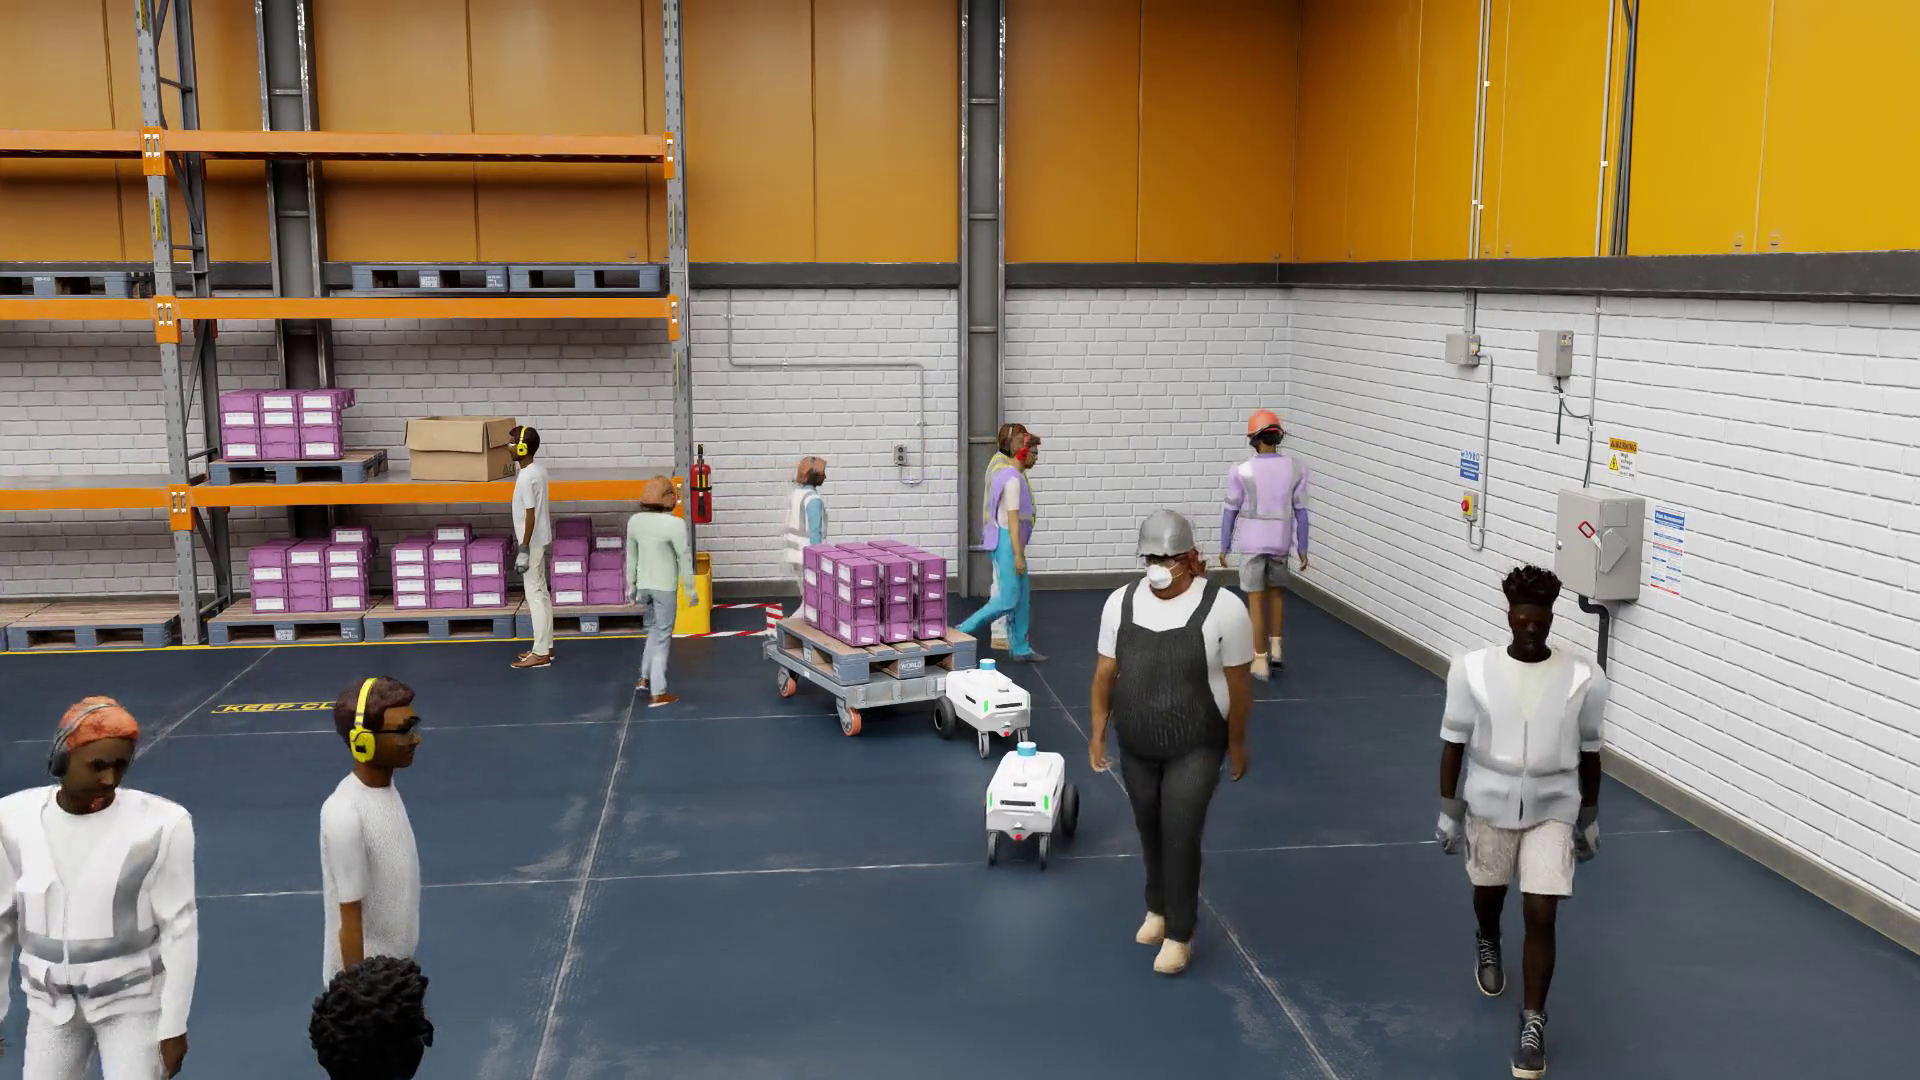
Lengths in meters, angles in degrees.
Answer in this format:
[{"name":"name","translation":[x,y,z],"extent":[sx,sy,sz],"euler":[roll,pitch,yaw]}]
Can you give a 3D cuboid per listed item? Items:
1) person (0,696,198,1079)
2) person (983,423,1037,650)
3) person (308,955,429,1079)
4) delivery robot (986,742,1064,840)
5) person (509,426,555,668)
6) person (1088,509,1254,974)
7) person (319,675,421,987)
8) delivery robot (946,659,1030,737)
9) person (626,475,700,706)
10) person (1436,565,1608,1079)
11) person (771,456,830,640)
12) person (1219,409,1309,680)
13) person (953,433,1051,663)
[{"name":"person","translation":[-2.515,1.341,4.855],"extent":[0.630,1.857,0.417],"euler":[0,9,0]},{"name":"person","translation":[0.405,-0.031,13.470],"extent":[0.429,1.839,0.625],"euler":[1,9,6]},{"name":"person","translation":[-1.149,1.658,3.332],"extent":[0.540,1.698,0.317],"euler":[2,9,13]},{"name":"delivery robot","translation":[0.351,1.310,8.775],"extent":[0.477,0.478,0.707],"euler":[2,9,9]},{"name":"person","translation":[-3.324,0.053,12.829],"extent":[0.328,1.870,0.517],"euler":[0,9,-2]},{"name":"person","translation":[0.866,0.853,7.299],"extent":[0.703,2.000,0.773],"euler":[5,11,31]},{"name":"person","translation":[-1.719,1.317,4.952],"extent":[0.311,1.864,0.530],"euler":[-1,9,-9]},{"name":"delivery robot","translation":[0.176,1.007,10.664],"extent":[0.477,0.478,0.707],"euler":[-3,10,-21]},{"name":"person","translation":[-2.105,0.357,11.715],"extent":[0.516,1.622,0.393],"euler":[6,11,34]},{"name":"person","translation":[2.222,1.024,6.609],"extent":[0.618,1.932,0.954],"euler":[3,10,18]},{"name":"person","translation":[-1.236,0.155,12.938],"extent":[0.449,1.619,0.522],"euler":[-4,10,-23]},{"name":"person","translation":[2.277,0.033,12.474],"extent":[0.625,2.018,0.498],"euler":[-1,9,-8]},{"name":"person","translation":[0.324,0.079,12.836],"extent":[0.674,1.820,0.623],"euler":[1,9,5]}]
